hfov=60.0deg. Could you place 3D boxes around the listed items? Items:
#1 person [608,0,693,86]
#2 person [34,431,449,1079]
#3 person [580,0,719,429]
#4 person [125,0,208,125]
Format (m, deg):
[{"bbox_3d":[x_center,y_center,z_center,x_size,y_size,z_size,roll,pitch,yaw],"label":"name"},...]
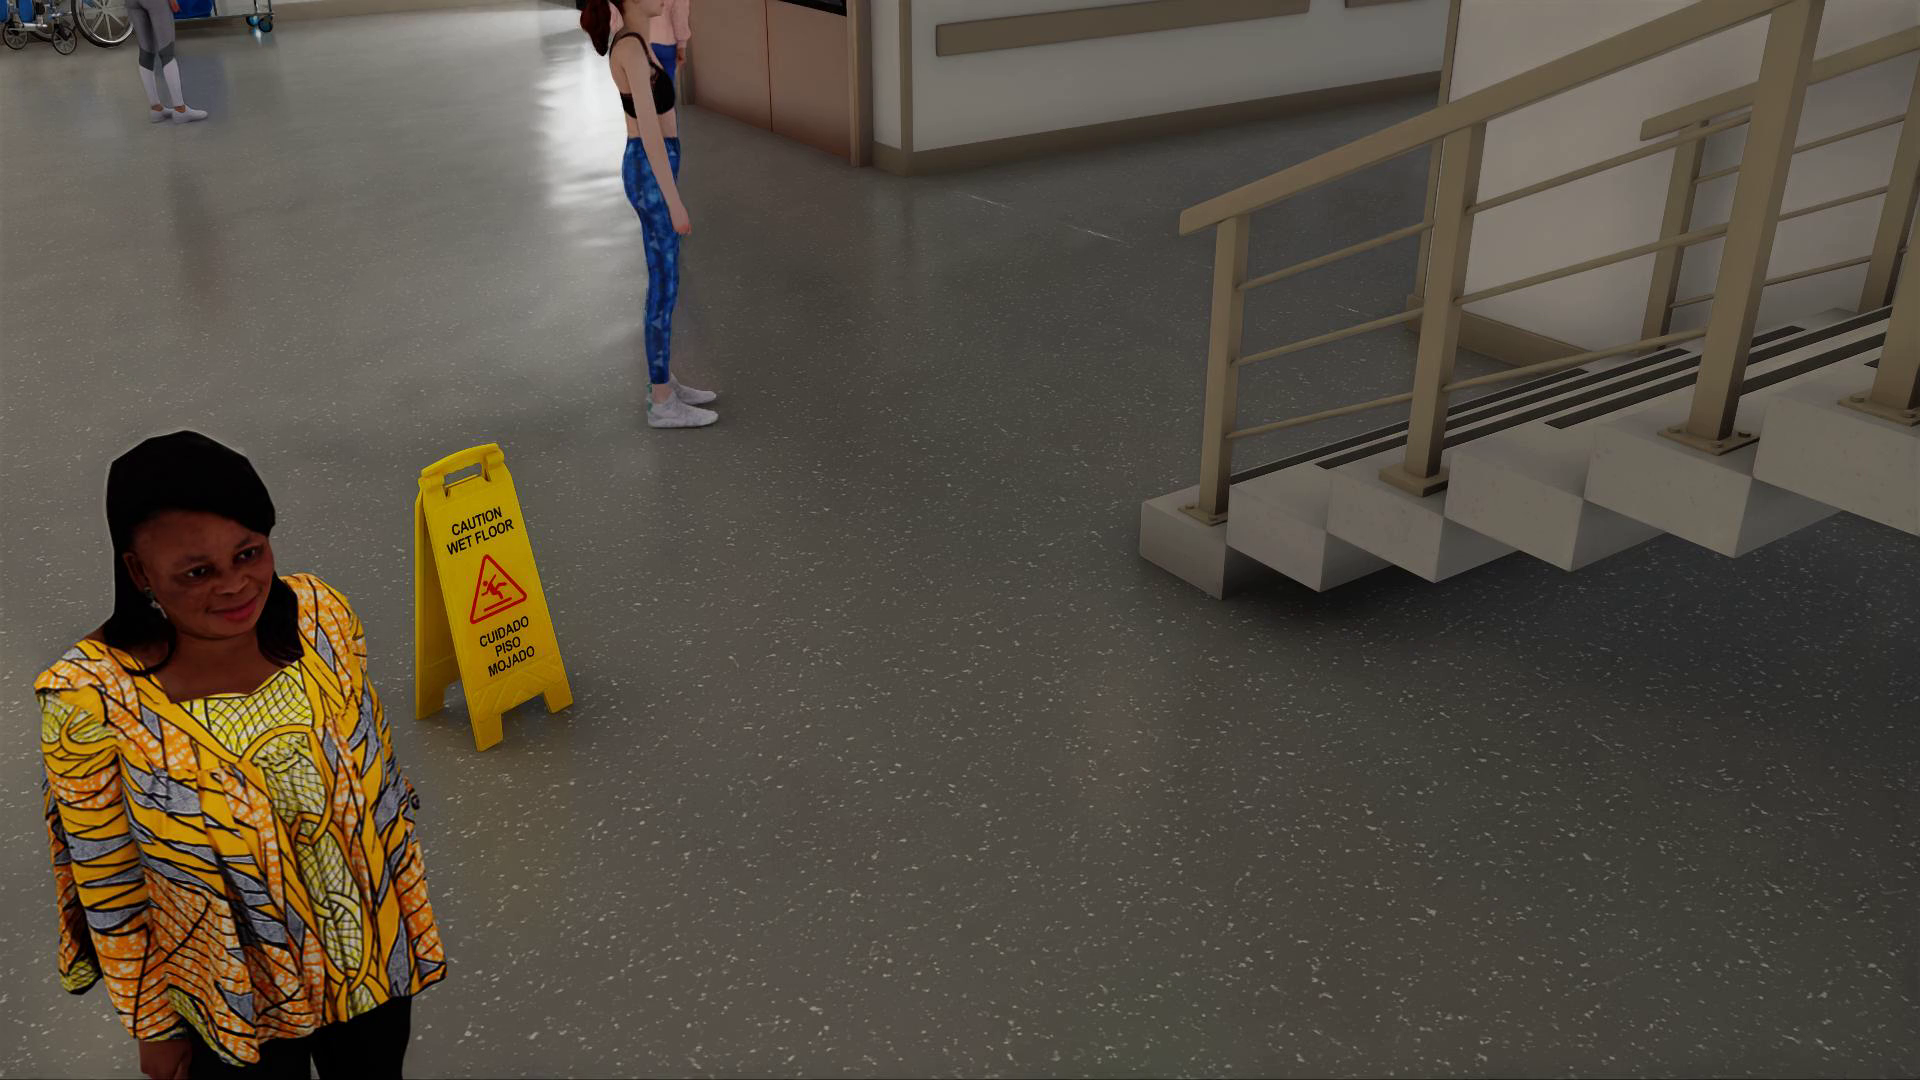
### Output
[{"bbox_3d":[-1.757,-2.758,9.411,0.897,1.727,1.238,-7,27,-14],"label":"person"},{"bbox_3d":[-1.027,0.609,2.512,0.869,1.654,0.827,17,30,31],"label":"person"},{"bbox_3d":[-1.178,-1.294,6.309,0.729,1.785,0.664,-6,26,-13],"label":"person"},{"bbox_3d":[-5.649,-3.778,11.549,0.630,1.707,0.712,8,27,17],"label":"person"}]
